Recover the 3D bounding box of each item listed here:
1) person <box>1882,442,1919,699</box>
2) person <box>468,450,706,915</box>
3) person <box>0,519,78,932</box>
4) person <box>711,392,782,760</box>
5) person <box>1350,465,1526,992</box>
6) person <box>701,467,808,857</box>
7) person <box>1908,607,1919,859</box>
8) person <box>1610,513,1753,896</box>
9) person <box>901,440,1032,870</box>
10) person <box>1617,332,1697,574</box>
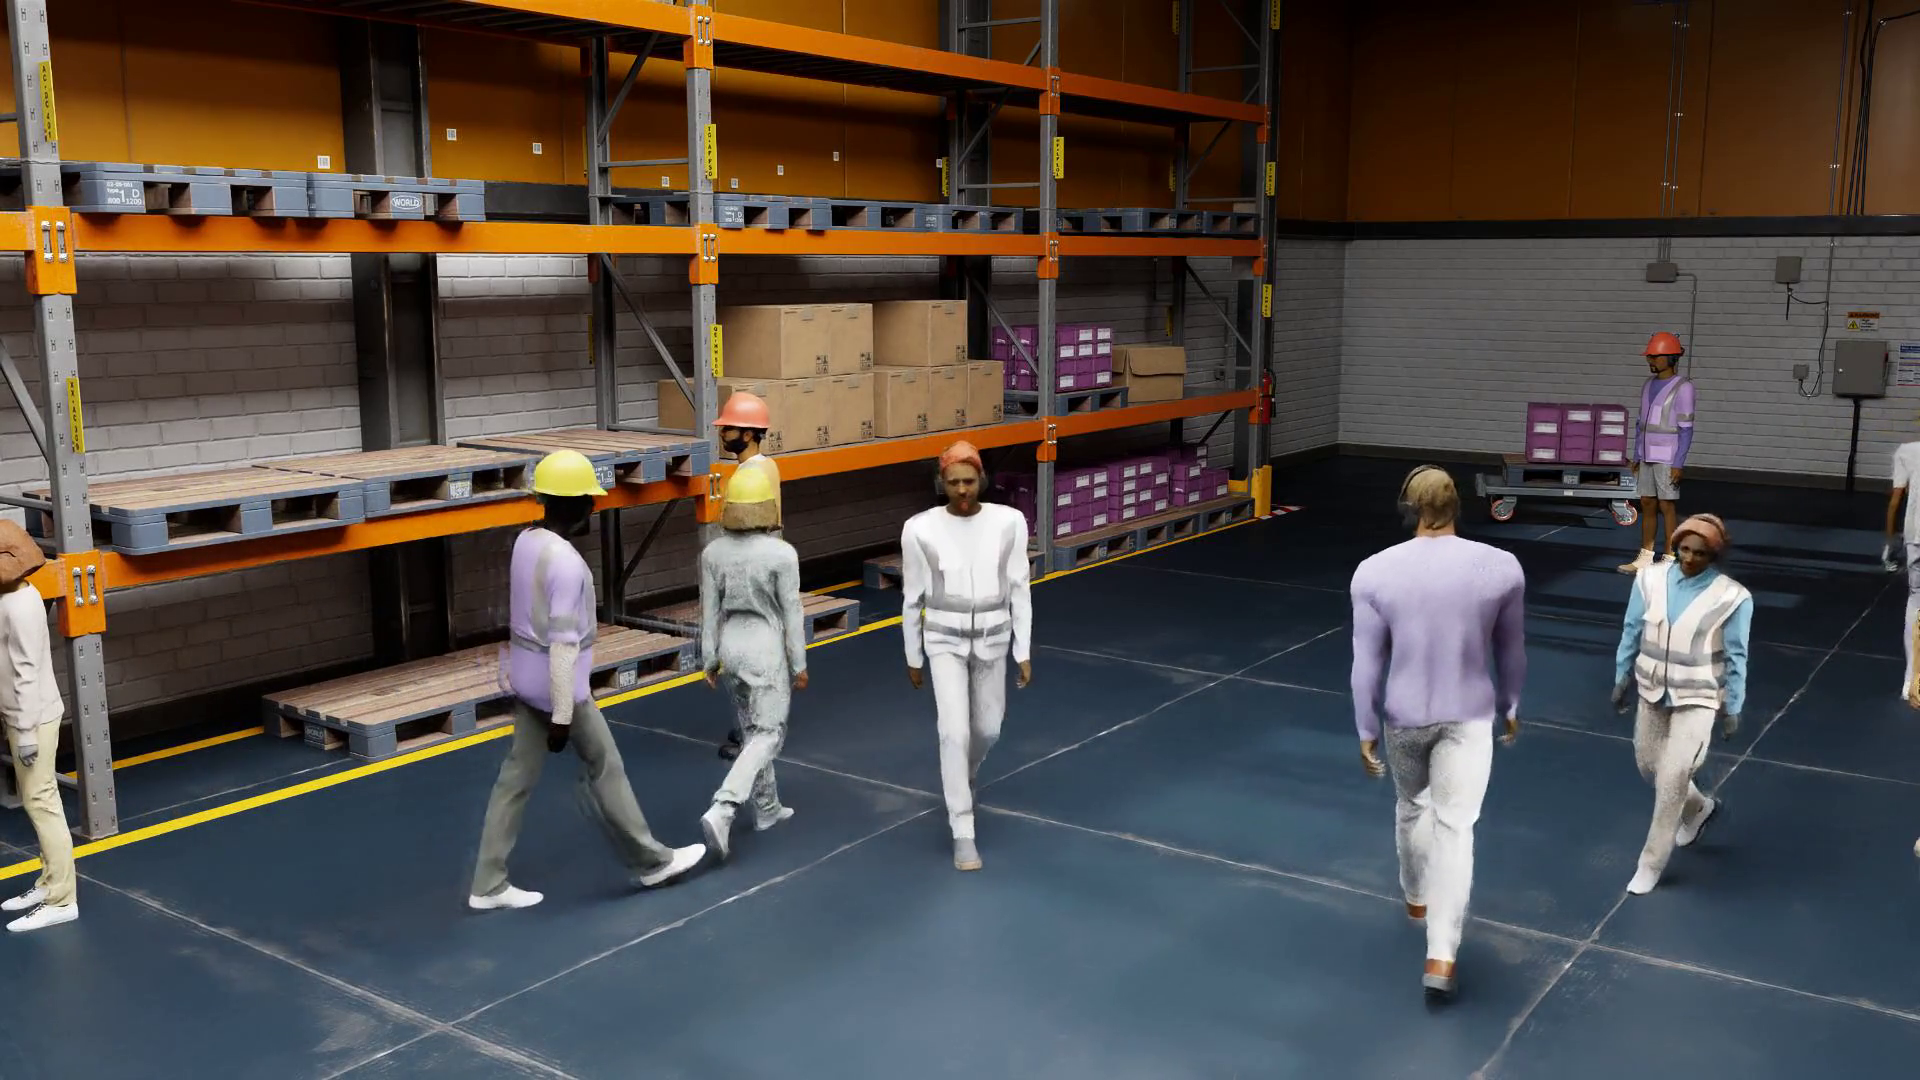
[{"bbox_3d":[5.962,0.021,10.115,0.848,1.836,0.505,-9,13,-42],"label":"person"},{"bbox_3d":[-1.570,0.569,6.755,0.989,1.874,0.590,-7,12,-35],"label":"person"},{"bbox_3d":[-3.697,0.722,6.574,0.277,1.629,0.496,-6,11,-34],"label":"person"},{"bbox_3d":[-1.116,0.191,8.794,0.345,1.942,0.551,1,10,4],"label":"person"},{"bbox_3d":[1.761,0.663,6.183,0.637,1.885,1.070,3,10,17],"label":"person"},{"bbox_3d":[-0.953,0.533,7.429,0.487,1.722,0.775,5,11,28],"label":"person"},{"bbox_3d":[4.305,0.544,7.029,0.548,1.821,0.689,4,10,23],"label":"person"},{"bbox_3d":[3.074,0.656,7.006,0.687,1.606,0.539,-7,12,-36],"label":"person"},{"bbox_3d":[0.016,0.462,7.443,0.569,1.861,0.822,-2,10,-10],"label":"person"},{"bbox_3d":[5.753,-0.686,13.716,0.375,2.043,0.610,-3,10,-15],"label":"person"}]
